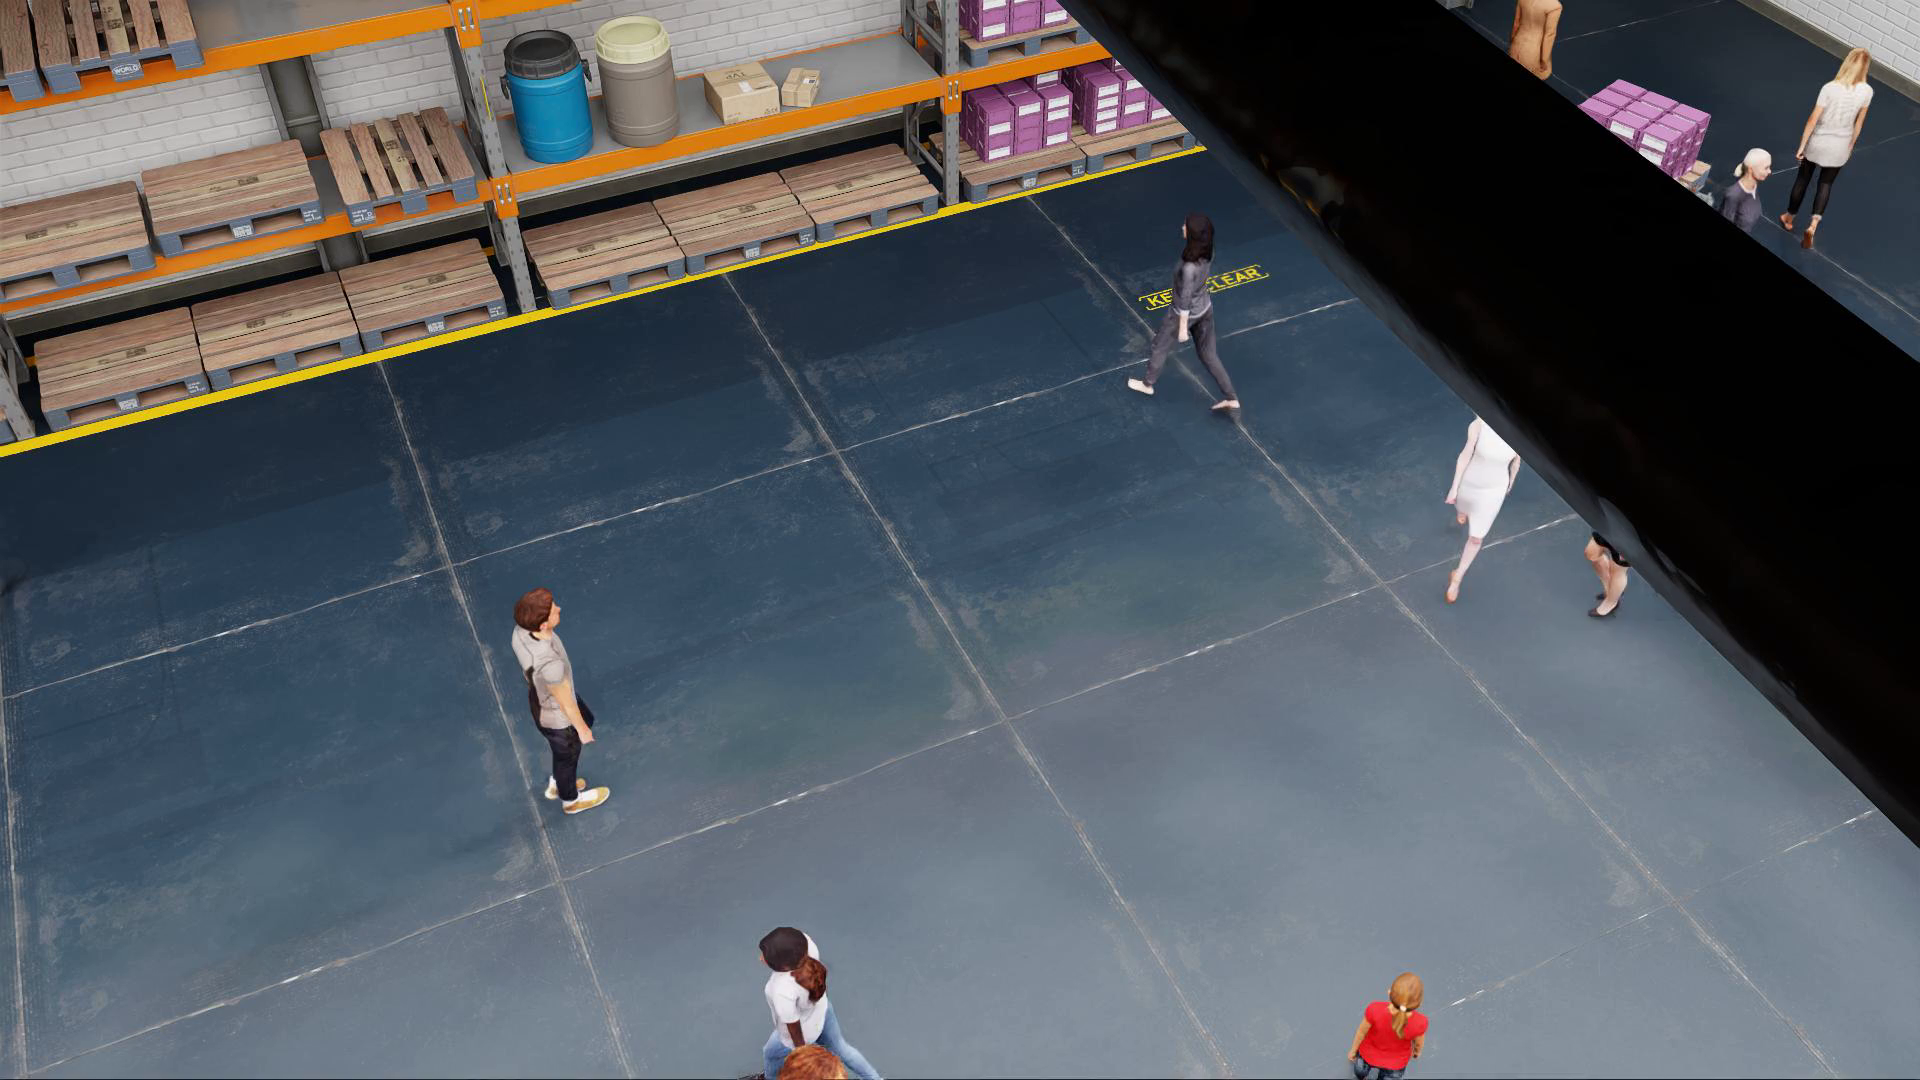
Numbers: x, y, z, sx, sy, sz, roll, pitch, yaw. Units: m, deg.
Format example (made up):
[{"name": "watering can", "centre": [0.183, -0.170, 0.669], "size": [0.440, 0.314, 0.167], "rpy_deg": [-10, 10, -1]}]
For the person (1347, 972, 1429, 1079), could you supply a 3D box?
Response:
[{"name": "person", "centre": [2.145, 2.677, 8.459], "size": [0.763, 1.291, 0.829], "rpy_deg": [15, 45, 15]}]

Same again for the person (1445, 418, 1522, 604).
[{"name": "person", "centre": [3.564, -0.422, 11.368], "size": [1.072, 1.765, 1.122], "rpy_deg": [14, 45, 14]}]

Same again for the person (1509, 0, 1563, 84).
[{"name": "person", "centre": [5.385, -4.666, 15.861], "size": [0.791, 1.712, 0.759], "rpy_deg": [-28, 50, -26]}]

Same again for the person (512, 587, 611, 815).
[{"name": "person", "centre": [-2.448, 1.011, 9.775], "size": [0.651, 1.888, 0.689], "rpy_deg": [-22, 48, -21]}]

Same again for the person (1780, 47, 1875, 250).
[{"name": "person", "centre": [7.533, -3.364, 14.423], "size": [1.009, 1.810, 1.047], "rpy_deg": [11, 45, 12]}]

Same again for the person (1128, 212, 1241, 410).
[{"name": "person", "centre": [1.853, -1.678, 12.724], "size": [1.080, 1.713, 1.195], "rpy_deg": [25, 49, 24]}]

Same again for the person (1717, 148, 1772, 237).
[{"name": "person", "centre": [6.134, -2.426, 13.531], "size": [1.100, 1.682, 0.913], "rpy_deg": [-33, 53, -30]}]

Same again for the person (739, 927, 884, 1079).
[{"name": "person", "centre": [-0.703, 2.460, 8.409], "size": [1.196, 1.674, 1.098], "rpy_deg": [13, 45, 13]}]
